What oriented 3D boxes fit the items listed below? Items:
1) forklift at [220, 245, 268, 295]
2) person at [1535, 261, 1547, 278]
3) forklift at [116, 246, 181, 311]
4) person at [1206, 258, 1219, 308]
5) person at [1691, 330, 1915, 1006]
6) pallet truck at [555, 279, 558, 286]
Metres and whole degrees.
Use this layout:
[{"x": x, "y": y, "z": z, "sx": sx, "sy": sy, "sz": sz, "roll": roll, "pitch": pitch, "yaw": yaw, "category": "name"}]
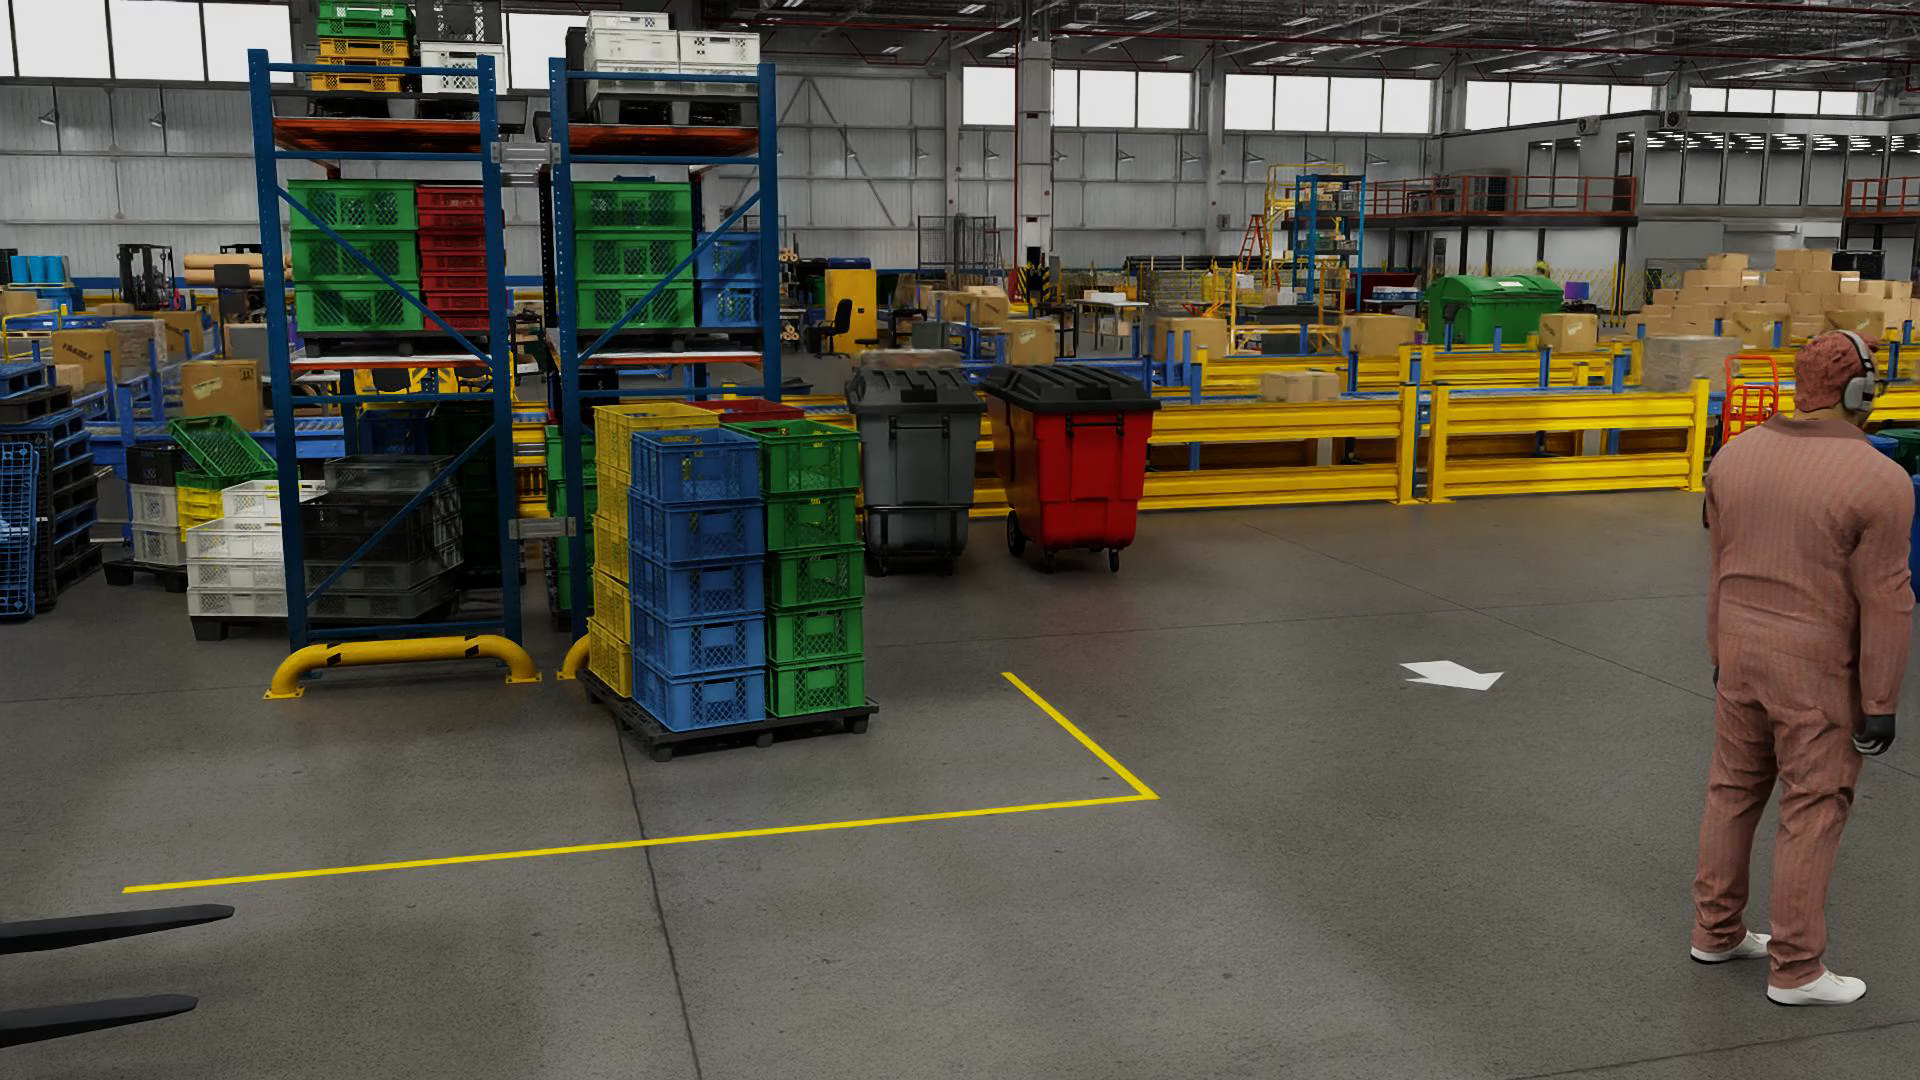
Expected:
[{"x": -17.749, "y": -6.334, "z": 41.440, "sx": 1.157, "sy": 1.987, "sz": 2.680, "roll": -3, "pitch": 10, "yaw": -17, "category": "forklift"}, {"x": 14.680, "y": -6.201, "z": 42.284, "sx": 0.527, "sy": 1.751, "sz": 0.515, "roll": -6, "pitch": 12, "yaw": -32, "category": "person"}, {"x": -19.966, "y": -6.232, "z": 40.894, "sx": 1.157, "sy": 1.987, "sz": 2.680, "roll": -3, "pitch": 10, "yaw": -15, "category": "forklift"}, {"x": 5.316, "y": -5.000, "z": 35.131, "sx": 0.328, "sy": 1.872, "sz": 0.515, "roll": 0, "pitch": 10, "yaw": 1, "category": "person"}, {"x": 2.397, "y": 0.360, "z": 4.713, "sx": 0.399, "sy": 1.900, "sz": 0.636, "roll": -4, "pitch": 11, "yaw": -23, "category": "person"}, {"x": -10.604, "y": -6.375, "z": 44.520, "sx": 0.653, "sy": 1.274, "sz": 1.630, "roll": -3, "pitch": 10, "yaw": -15, "category": "pallet truck"}]
